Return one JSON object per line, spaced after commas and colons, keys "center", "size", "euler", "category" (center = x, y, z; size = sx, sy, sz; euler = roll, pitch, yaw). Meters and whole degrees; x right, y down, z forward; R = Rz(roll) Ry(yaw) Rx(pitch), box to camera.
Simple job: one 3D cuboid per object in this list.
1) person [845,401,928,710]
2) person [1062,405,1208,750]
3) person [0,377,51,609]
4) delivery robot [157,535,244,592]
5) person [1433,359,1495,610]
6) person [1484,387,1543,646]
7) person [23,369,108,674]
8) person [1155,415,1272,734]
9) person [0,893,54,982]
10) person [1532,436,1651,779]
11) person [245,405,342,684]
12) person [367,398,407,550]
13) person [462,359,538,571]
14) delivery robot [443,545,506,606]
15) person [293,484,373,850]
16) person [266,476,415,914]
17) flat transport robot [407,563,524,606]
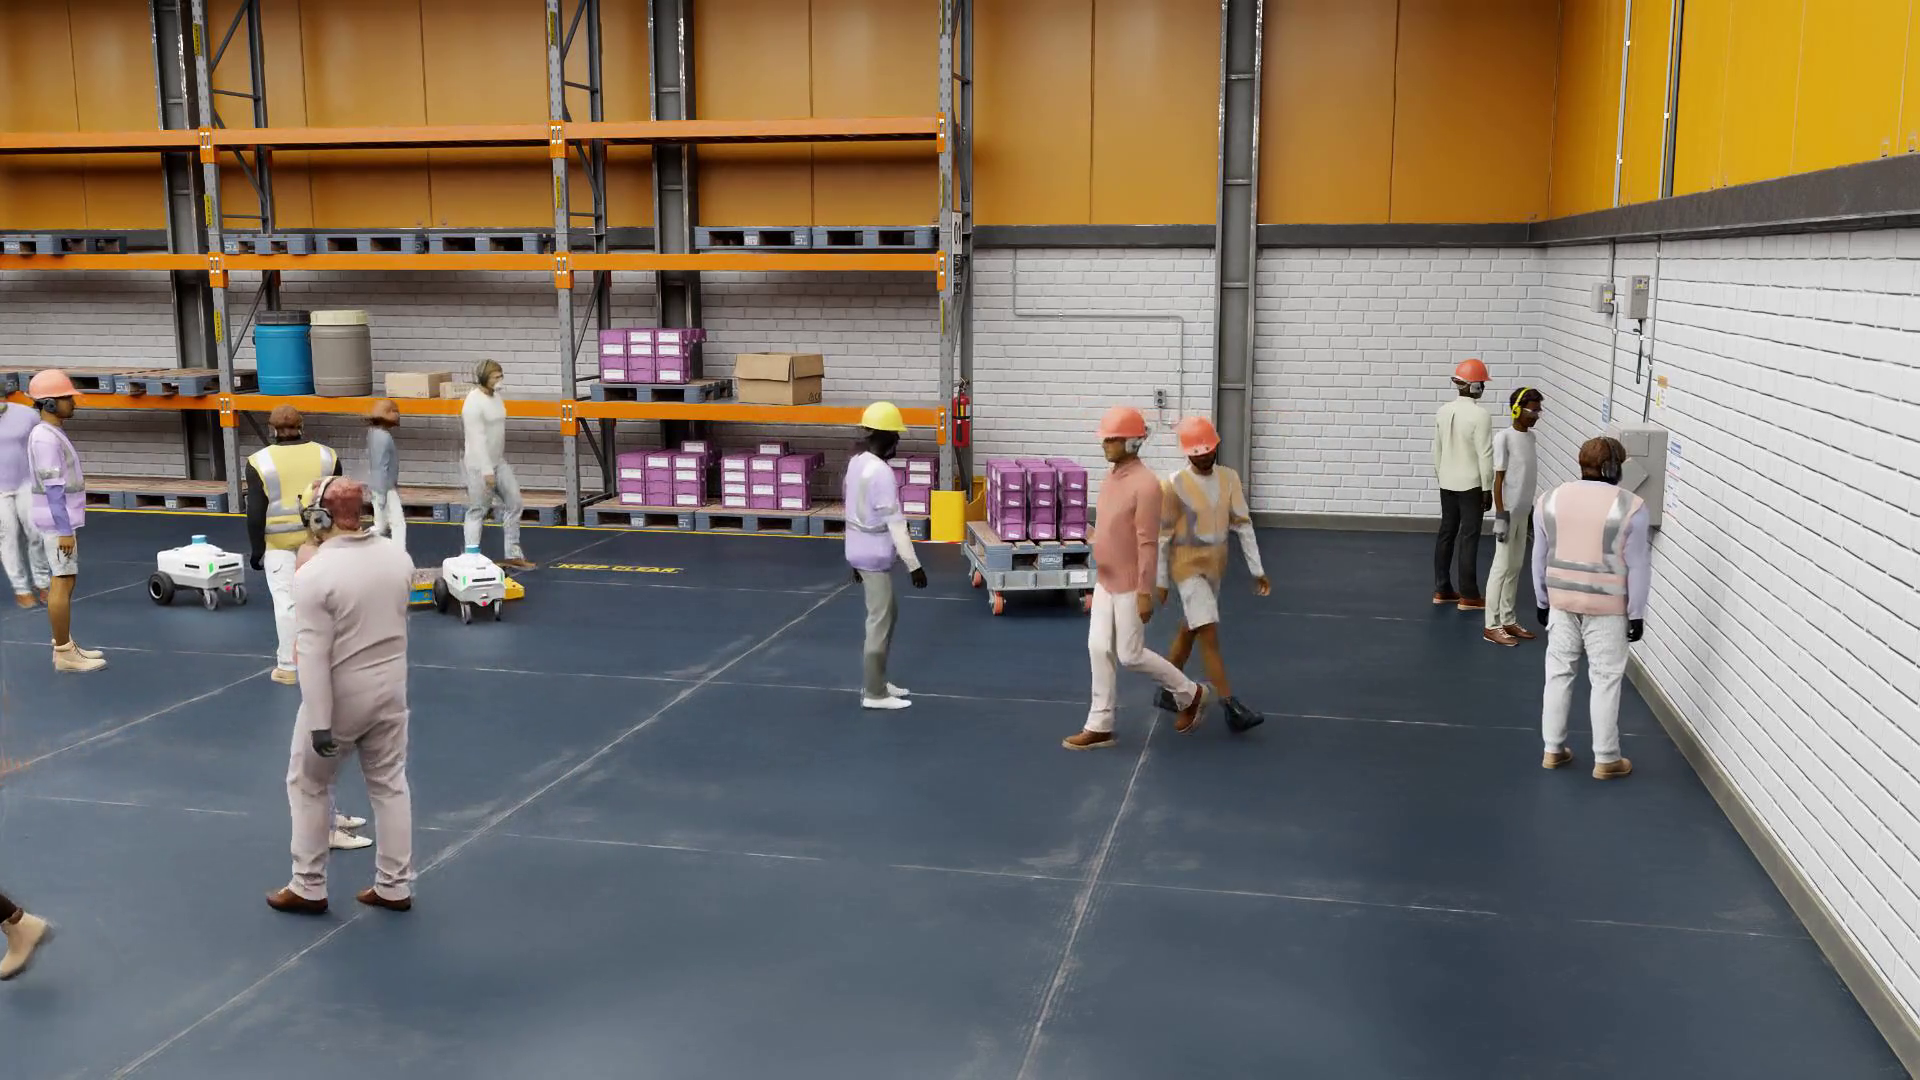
{"center": [-0.470, 0.107, 10.235], "size": [0.462, 1.917, 0.608], "euler": [-3, 10, -16], "category": "person"}
{"center": [0.996, 0.216, 9.415], "size": [0.770, 1.975, 0.615], "euler": [-4, 10, -20], "category": "person"}
{"center": [-7.506, -0.368, 13.130], "size": [0.682, 1.890, 0.512], "euler": [-8, 13, -41], "category": "person"}
{"center": [-6.120, 0.205, 13.407], "size": [0.707, 0.478, 0.477], "euler": [5, 11, 29], "category": "delivery robot"}
{"center": [4.029, -0.444, 13.269], "size": [0.376, 1.995, 0.612], "euler": [-5, 11, -25], "category": "person"}
{"center": [4.043, -0.176, 12.077], "size": [0.517, 1.865, 0.328], "euler": [-9, 13, -43], "category": "person"}
{"center": [-6.049, -0.125, 11.227], "size": [0.367, 2.048, 0.607], "euler": [-5, 11, -29], "category": "person"}
{"center": [1.483, 0.197, 9.825], "size": [0.586, 1.862, 1.014], "euler": [-6, 12, -34], "category": "person"}
{"center": [-3.840, 0.892, 6.260], "size": [0.545, 1.689, 0.547], "euler": [-6, 11, -32], "category": "person"}
{"center": [3.405, 0.359, 8.982], "size": [0.430, 1.839, 0.625], "euler": [-9, 13, -44], "category": "person"}
{"center": [-4.371, 0.028, 10.954], "size": [0.621, 1.837, 0.429], "euler": [-8, 12, -38], "category": "person"}
{"center": [-5.001, -0.416, 14.237], "size": [0.691, 1.613, 0.501], "euler": [-5, 11, -27], "category": "person"}
{"center": [-4.056, -0.625, 14.600], "size": [0.764, 1.912, 0.638], "euler": [2, 10, 11], "category": "person"}
{"center": [-3.789, 0.281, 12.955], "size": [0.477, 0.478, 0.707], "euler": [-5, 11, -29], "category": "delivery robot"}
{"center": [-2.990, 0.582, 7.900], "size": [0.328, 1.759, 0.524], "euler": [-4, 10, -22], "category": "person"}
{"center": [-2.647, 0.658, 7.071], "size": [0.641, 1.891, 0.658], "euler": [5, 11, 28], "category": "person"}
{"center": [-4.331, 0.382, 13.478], "size": [1.431, 0.197, 0.652], "euler": [-5, 11, -29], "category": "flat transport robot"}
